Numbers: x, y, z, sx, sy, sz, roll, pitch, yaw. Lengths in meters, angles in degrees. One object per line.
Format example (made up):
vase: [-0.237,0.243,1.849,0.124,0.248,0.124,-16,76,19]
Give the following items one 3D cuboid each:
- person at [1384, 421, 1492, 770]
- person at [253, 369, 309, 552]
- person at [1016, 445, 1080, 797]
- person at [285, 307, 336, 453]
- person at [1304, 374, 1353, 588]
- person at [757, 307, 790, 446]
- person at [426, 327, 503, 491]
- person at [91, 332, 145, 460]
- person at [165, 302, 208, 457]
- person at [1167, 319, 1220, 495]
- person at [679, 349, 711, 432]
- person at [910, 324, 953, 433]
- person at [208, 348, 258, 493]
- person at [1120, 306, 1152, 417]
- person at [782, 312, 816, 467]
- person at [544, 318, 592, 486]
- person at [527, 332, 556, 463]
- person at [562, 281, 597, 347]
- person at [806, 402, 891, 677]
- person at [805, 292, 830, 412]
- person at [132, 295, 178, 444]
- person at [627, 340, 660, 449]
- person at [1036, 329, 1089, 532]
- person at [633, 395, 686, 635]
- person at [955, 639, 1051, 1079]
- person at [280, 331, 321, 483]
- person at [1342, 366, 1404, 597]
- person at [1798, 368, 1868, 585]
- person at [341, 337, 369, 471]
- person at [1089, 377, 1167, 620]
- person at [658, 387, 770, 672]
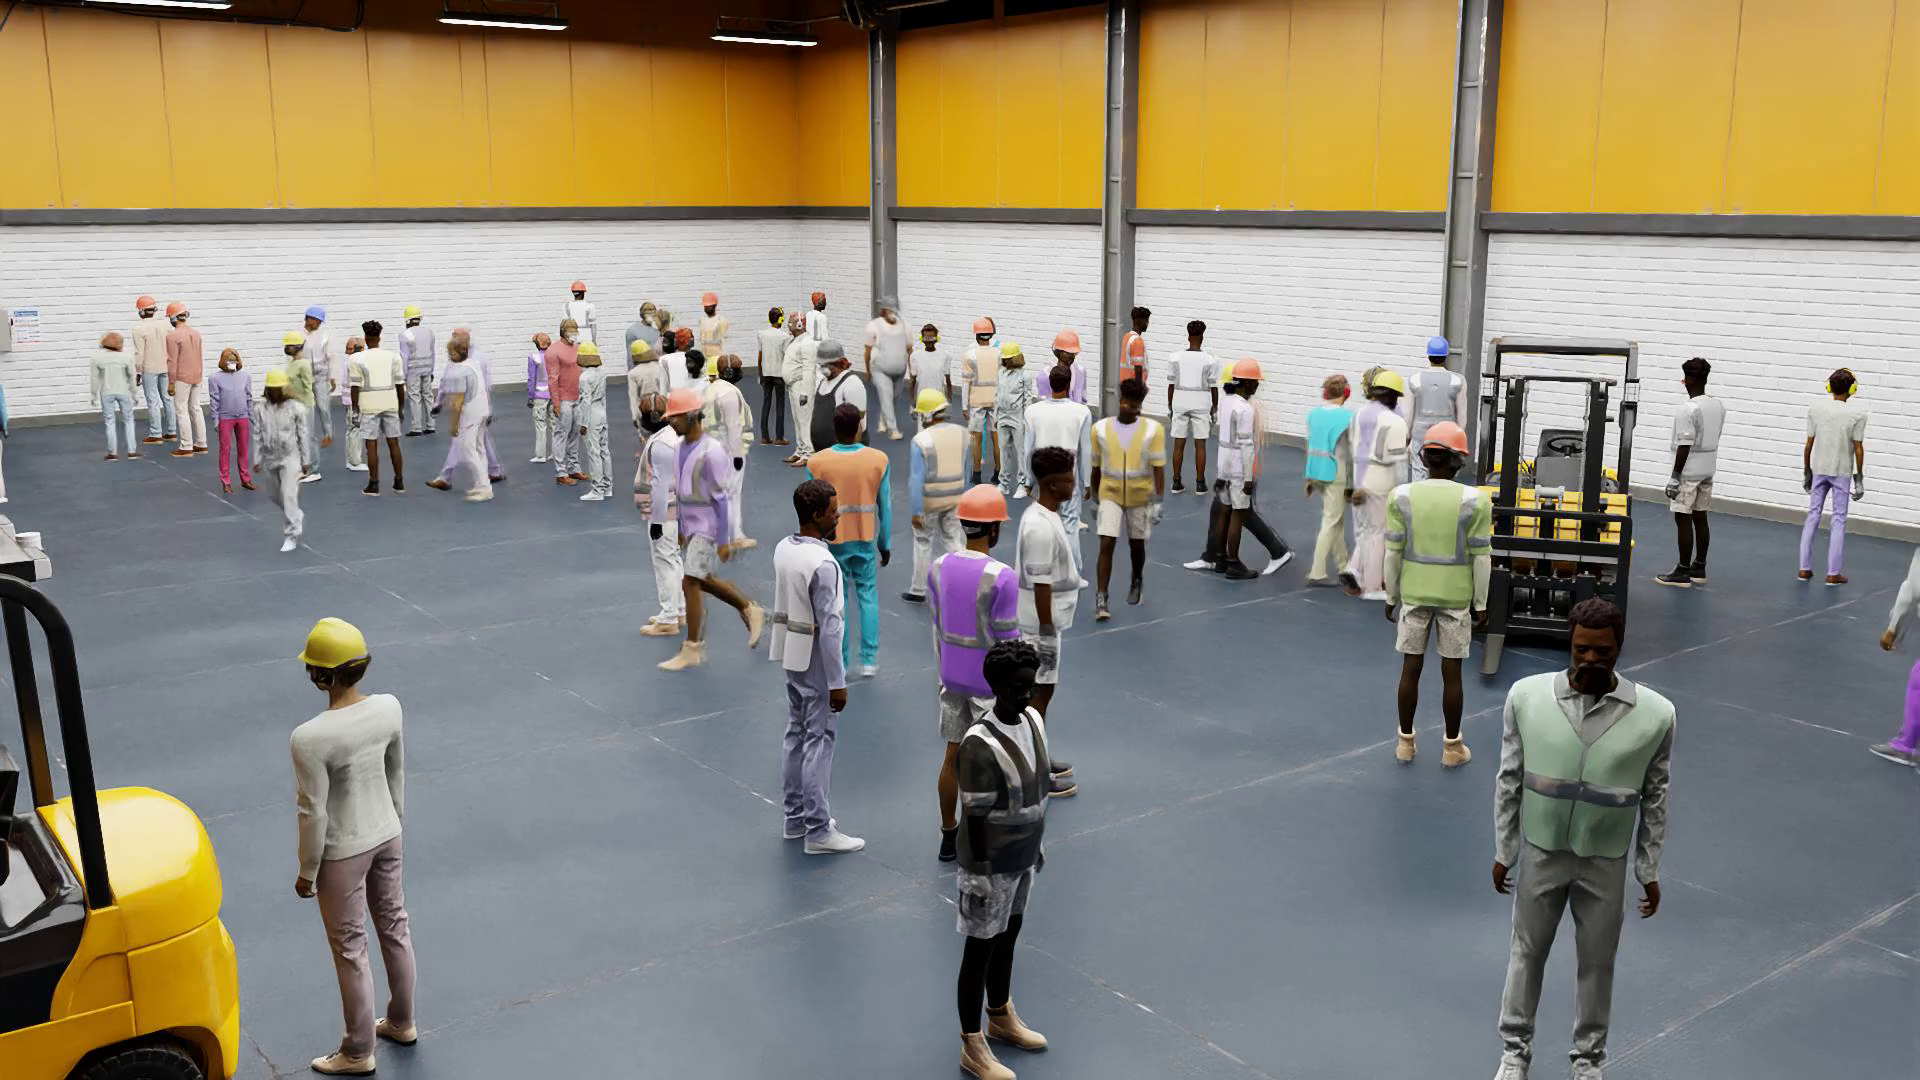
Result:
person: [2.773,0.324,9.688,0.605,2.034,0.392,6,13,25]
person: [-6.421,-0.791,15.835,0.486,1.718,0.710,0,12,2]
person: [0.487,0.439,9.316,0.371,1.960,0.642,0,12,2]
person: [-8.514,-2.105,21.815,0.649,1.884,0.627,-8,14,-33]
person: [3.228,-0.493,14.153,0.570,1.815,0.674,-6,13,-27]
person: [-2.469,-2.178,22.220,0.525,1.856,0.344,5,13,21]
person: [-5.680,-1.502,18.952,0.992,1.846,0.726,-10,15,-39]
person: [-10.672,-1.807,21.008,0.565,1.615,0.303,-5,13,-24]
person: [-9.951,-2.061,21.348,0.410,1.980,0.626,2,12,11]
person: [2.603,-1.481,18.605,0.599,1.958,0.378,4,12,17]
person: [-2.886,-1.285,18.383,0.535,1.658,0.808,8,14,35]
person: [-0.333,-1.589,19.354,0.511,1.862,0.325,0,12,0]
person: [-8.192,-1.355,18.766,0.279,1.633,0.498,10,15,40]
person: [2.212,-1.969,20.966,0.387,1.954,0.609,-1,12,-7]
person: [-1.996,-1.863,20.558,0.407,1.910,0.638,-4,12,-18]
person: [-4.516,-1.601,19.231,0.371,1.934,0.627,5,13,24]
person: [-5.193,-1.781,20.835,0.324,1.631,0.523,8,14,34]
person: [-6.252,-3.293,27.401,0.544,1.933,0.376,-1,12,-5]
person: [-0.762,0.009,11.501,0.597,1.917,0.377,-4,12,-16]
person: [-2.149,-2.804,25.156,0.337,1.882,0.584,-8,14,-35]
person: [-10.865,-2.289,22.400,0.379,1.996,0.609,4,12,20]
person: [-3.564,-1.466,19.178,0.509,1.680,0.894,-3,12,-12]
person: [1.037,-1.061,16.405,0.612,2.029,0.409,-9,15,-38]
person: [-2.268,-0.198,12.715,0.429,1.830,0.639,0,12,-2]
person: [0.165,1.193,6.303,0.321,1.699,0.535,6,13,28]
person: [-7.711,-1.553,19.401,0.328,1.763,0.530,-10,16,-41]
person: [3.465,-0.482,13.849,0.367,1.926,0.637,9,15,37]
person: [7.515,-0.545,14.308,0.312,1.861,0.518,-9,15,-38]
person: [-7.345,-1.652,20.224,0.324,1.630,0.506,-7,14,-31]
person: [1.334,-0.352,13.262,0.625,1.927,0.854,2,12,9]
person: [-1.768,-0.102,11.850,0.908,2.010,0.618,-8,14,-35]
